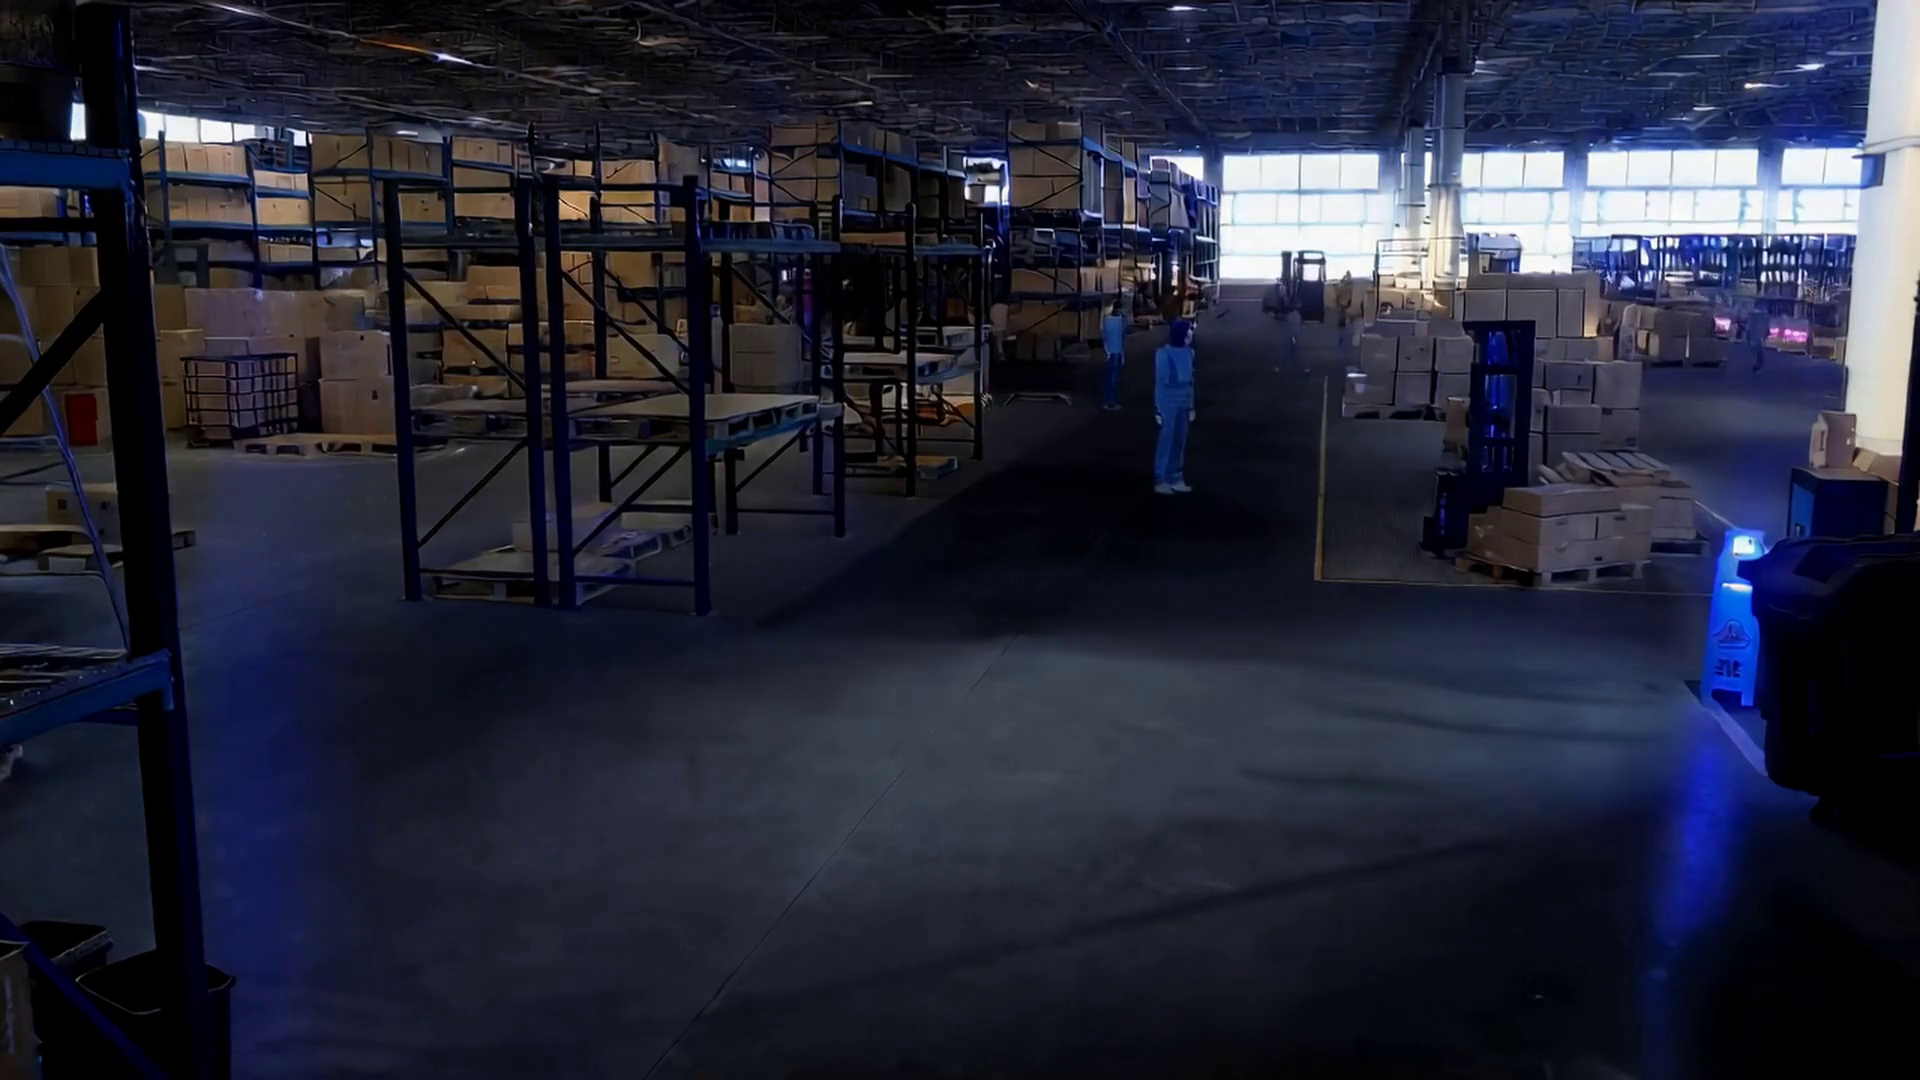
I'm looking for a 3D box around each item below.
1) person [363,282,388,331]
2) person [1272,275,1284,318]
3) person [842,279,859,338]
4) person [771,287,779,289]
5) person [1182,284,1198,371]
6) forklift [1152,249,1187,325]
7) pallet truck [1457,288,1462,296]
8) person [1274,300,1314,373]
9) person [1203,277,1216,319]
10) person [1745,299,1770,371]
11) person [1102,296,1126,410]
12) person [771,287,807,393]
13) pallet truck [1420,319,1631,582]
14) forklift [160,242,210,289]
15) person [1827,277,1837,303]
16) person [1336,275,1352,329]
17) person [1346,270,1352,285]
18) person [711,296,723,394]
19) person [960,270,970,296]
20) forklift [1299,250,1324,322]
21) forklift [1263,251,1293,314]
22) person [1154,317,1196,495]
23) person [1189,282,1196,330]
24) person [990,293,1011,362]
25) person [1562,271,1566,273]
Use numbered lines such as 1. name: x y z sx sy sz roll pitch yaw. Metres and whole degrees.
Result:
1. person: -14.641 -5.513 41.728 0.587 1.911 0.397 -5 11 -27
2. person: 13.418 -10.284 70.208 0.403 1.827 0.600 -4 10 -22
3. person: -2.836 -5.527 41.603 0.609 1.985 0.409 -3 10 -16
4. person: -7.609 -9.801 68.032 0.517 1.588 0.840 3 10 15
5. person: 5.084 -4.700 36.825 0.357 1.937 0.550 2 10 11
6. forklift: 7.646 -9.320 61.395 1.873 2.768 1.129 2 10 11
7. pallet truck: 20.506 -9.785 68.819 0.653 1.274 1.630 2 10 12
8. person: 7.280 -4.434 36.278 0.873 1.598 0.527 7 12 35
9. person: 10.302 -9.984 68.742 0.533 1.731 0.862 2 10 10
10. person: 17.760 -4.564 37.027 0.527 1.607 0.446 8 12 39
11. person: 2.543 -3.076 27.391 0.316 1.875 0.531 9 13 41
12. person: -2.948 -3.282 28.124 0.696 2.000 0.537 5 11 28
13. pallet truck: 4.543 -0.757 13.299 0.823 1.965 1.885 -4 10 -22
14. forklift: -16.063 -4.810 34.690 1.129 2.768 1.873 2 10 12
15. person: 34.464 -9.499 65.751 0.325 1.769 0.524 -1 10 -3
16. person: 13.745 -8.520 59.492 0.558 1.917 0.408 3 10 15
17. person: 18.394 -11.802 78.804 0.895 1.961 0.616 -3 10 -19
18. person: -3.636 -2.602 24.399 0.634 1.937 0.355 -5 11 -27
19. person: 0.255 -12.536 83.251 0.550 1.928 0.378 -2 10 -14
20. forklift: 13.778 -10.002 65.433 1.129 2.768 1.873 2 10 12
21. forklift: 14.485 -11.457 74.047 1.873 2.768 1.129 2 10 12
22. person: 2.261 -1.409 17.534 0.568 1.878 0.350 -9 13 -43
23. person: 8.129 -8.232 58.456 0.319 1.696 0.532 2 10 9
24. person: 0.966 -5.159 40.355 0.590 1.648 0.791 -5 11 -28
25. person: 28.332 -11.660 78.110 0.602 1.915 0.846 -1 10 -6
